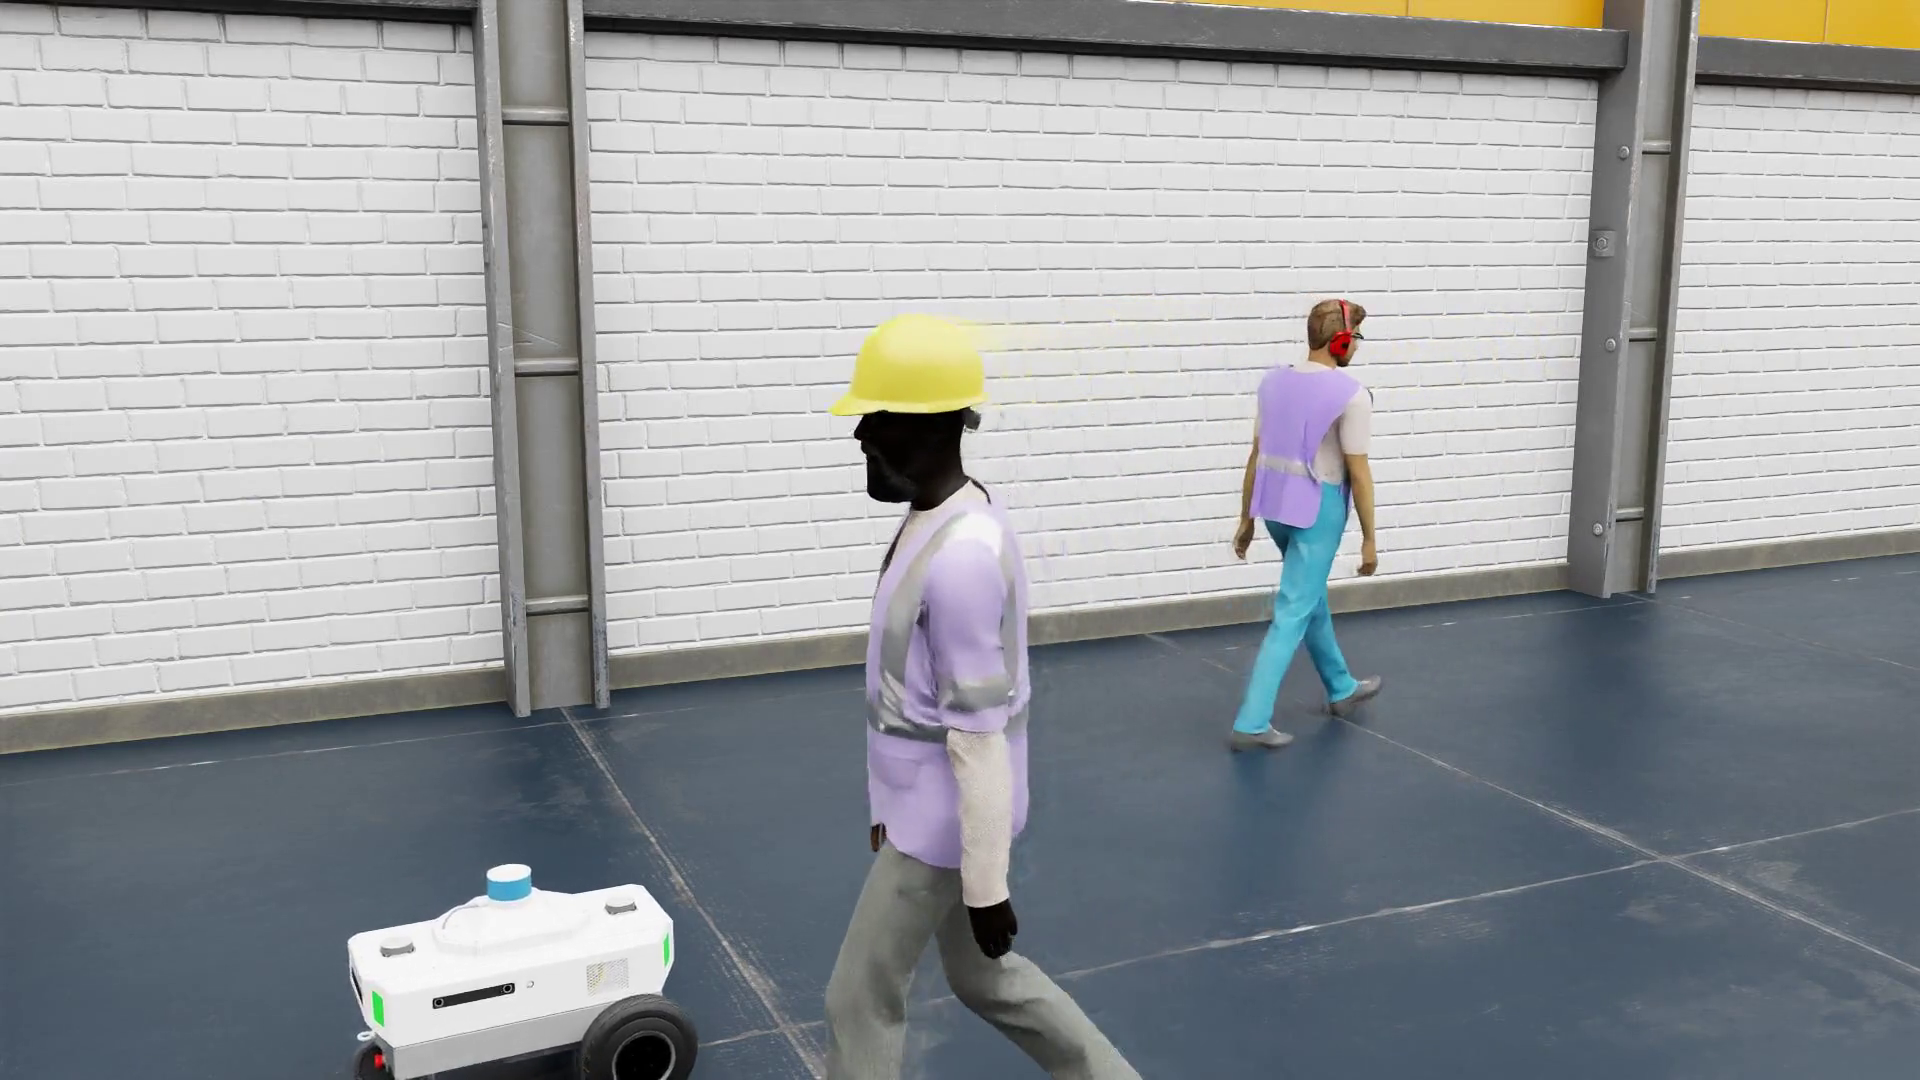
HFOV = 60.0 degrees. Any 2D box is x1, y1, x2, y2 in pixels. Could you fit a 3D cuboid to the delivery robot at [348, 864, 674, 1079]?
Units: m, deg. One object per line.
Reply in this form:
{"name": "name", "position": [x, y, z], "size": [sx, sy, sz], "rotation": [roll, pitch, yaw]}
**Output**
{"name": "delivery robot", "position": [-1.048, 1.005, 3.899], "size": [0.707, 0.478, 0.477], "rotation": [-5, 12, -27]}

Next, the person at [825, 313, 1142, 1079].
{"name": "person", "position": [0.023, 0.506, 3.234], "size": [0.891, 1.894, 0.587], "rotation": [0, 10, 0]}

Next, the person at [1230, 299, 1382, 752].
{"name": "person", "position": [1.440, -0.069, 6.701], "size": [0.979, 1.778, 0.594], "rotation": [-6, 12, -31]}
